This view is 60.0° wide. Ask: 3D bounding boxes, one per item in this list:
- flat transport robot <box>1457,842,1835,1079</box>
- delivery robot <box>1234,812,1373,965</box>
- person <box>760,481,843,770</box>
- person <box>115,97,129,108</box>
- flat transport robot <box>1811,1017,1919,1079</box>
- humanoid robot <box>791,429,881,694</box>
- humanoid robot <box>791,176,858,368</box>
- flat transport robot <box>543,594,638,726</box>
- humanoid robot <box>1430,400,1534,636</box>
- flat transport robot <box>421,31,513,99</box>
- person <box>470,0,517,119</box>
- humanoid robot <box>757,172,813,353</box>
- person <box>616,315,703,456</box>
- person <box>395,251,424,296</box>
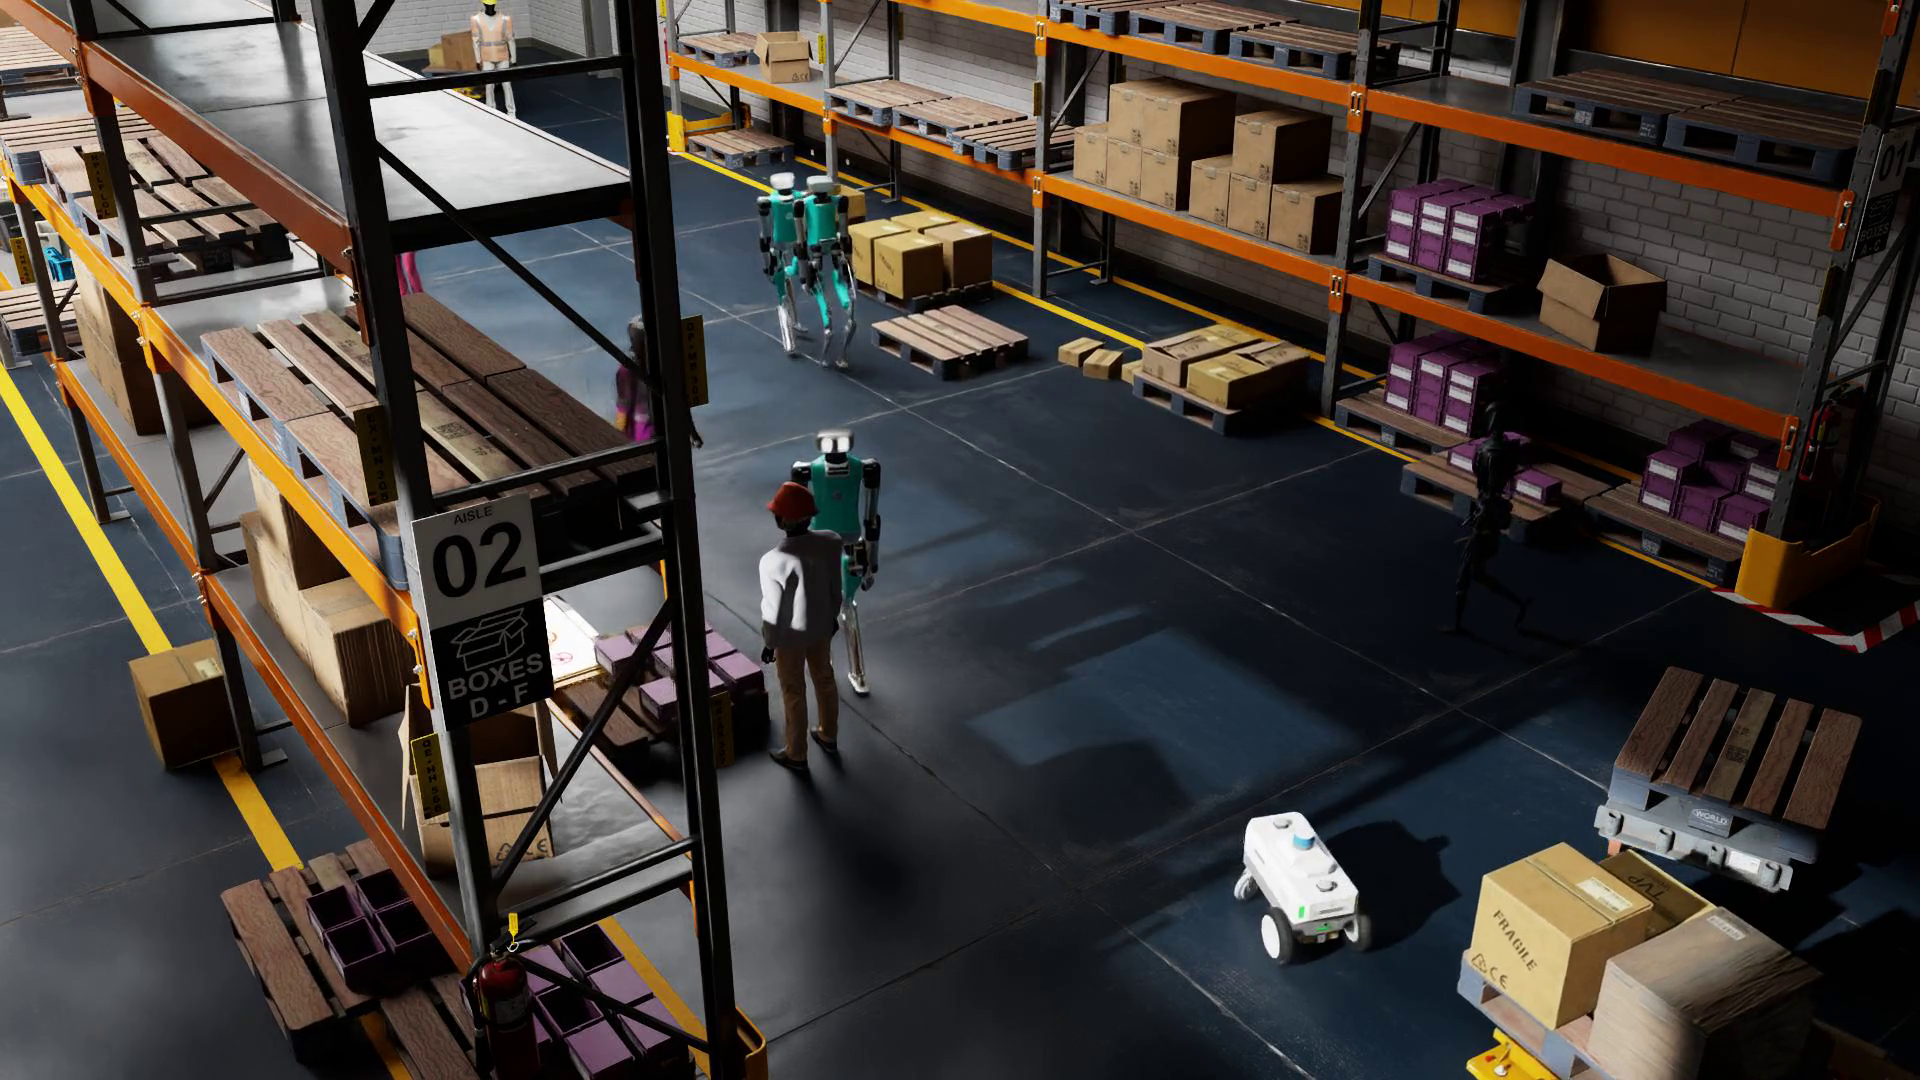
[{"bbox_3d":[3.044,2.275,7.462,1.431,0.231,0.659,-14,30,-26],"label":"flat transport robot"},{"bbox_3d":[1.685,1.704,8.268,0.521,0.583,0.755,-6,27,-12],"label":"delivery robot"},{"bbox_3d":[-0.900,0.475,9.382,0.320,1.755,0.571,24,35,39],"label":"person"},{"bbox_3d":[-10.720,-5.445,20.900,0.611,1.995,0.387,-20,33,-34],"label":"person"},{"bbox_3d":[3.776,2.416,7.182,1.431,0.231,0.659,23,34,37],"label":"flat transport robot"},{"bbox_3d":[-0.772,0.064,10.167,0.546,1.757,0.679,-5,27,-9],"label":"humanoid robot"},{"bbox_3d":[-1.149,-2.324,15.007,0.530,1.794,0.812,-11,29,-20],"label":"humanoid robot"},{"bbox_3d":[-2.600,0.749,10.497,0.659,0.231,1.431,-18,32,-31],"label":"flat transport robot"},{"bbox_3d":[3.443,-0.108,10.660,0.627,1.638,0.583,8,28,15],"label":"humanoid robot"},{"bbox_3d":[-7.728,-7.204,26.316,0.659,0.231,1.431,0,27,1],"label":"flat transport robot"},{"bbox_3d":[-6.714,-6.979,24.051,0.596,1.913,0.427,-5,27,-11],"label":"person"},{"bbox_3d":[-1.660,-2.639,15.625,0.551,1.755,0.989,-9,28,-18],"label":"humanoid robot"},{"bbox_3d":[-2.086,-0.715,11.678,0.520,1.828,0.483,6,27,12],"label":"person"},{"bbox_3d":[-5.564,-3.010,16.470,0.506,1.622,0.351,7,28,14],"label":"person"}]
